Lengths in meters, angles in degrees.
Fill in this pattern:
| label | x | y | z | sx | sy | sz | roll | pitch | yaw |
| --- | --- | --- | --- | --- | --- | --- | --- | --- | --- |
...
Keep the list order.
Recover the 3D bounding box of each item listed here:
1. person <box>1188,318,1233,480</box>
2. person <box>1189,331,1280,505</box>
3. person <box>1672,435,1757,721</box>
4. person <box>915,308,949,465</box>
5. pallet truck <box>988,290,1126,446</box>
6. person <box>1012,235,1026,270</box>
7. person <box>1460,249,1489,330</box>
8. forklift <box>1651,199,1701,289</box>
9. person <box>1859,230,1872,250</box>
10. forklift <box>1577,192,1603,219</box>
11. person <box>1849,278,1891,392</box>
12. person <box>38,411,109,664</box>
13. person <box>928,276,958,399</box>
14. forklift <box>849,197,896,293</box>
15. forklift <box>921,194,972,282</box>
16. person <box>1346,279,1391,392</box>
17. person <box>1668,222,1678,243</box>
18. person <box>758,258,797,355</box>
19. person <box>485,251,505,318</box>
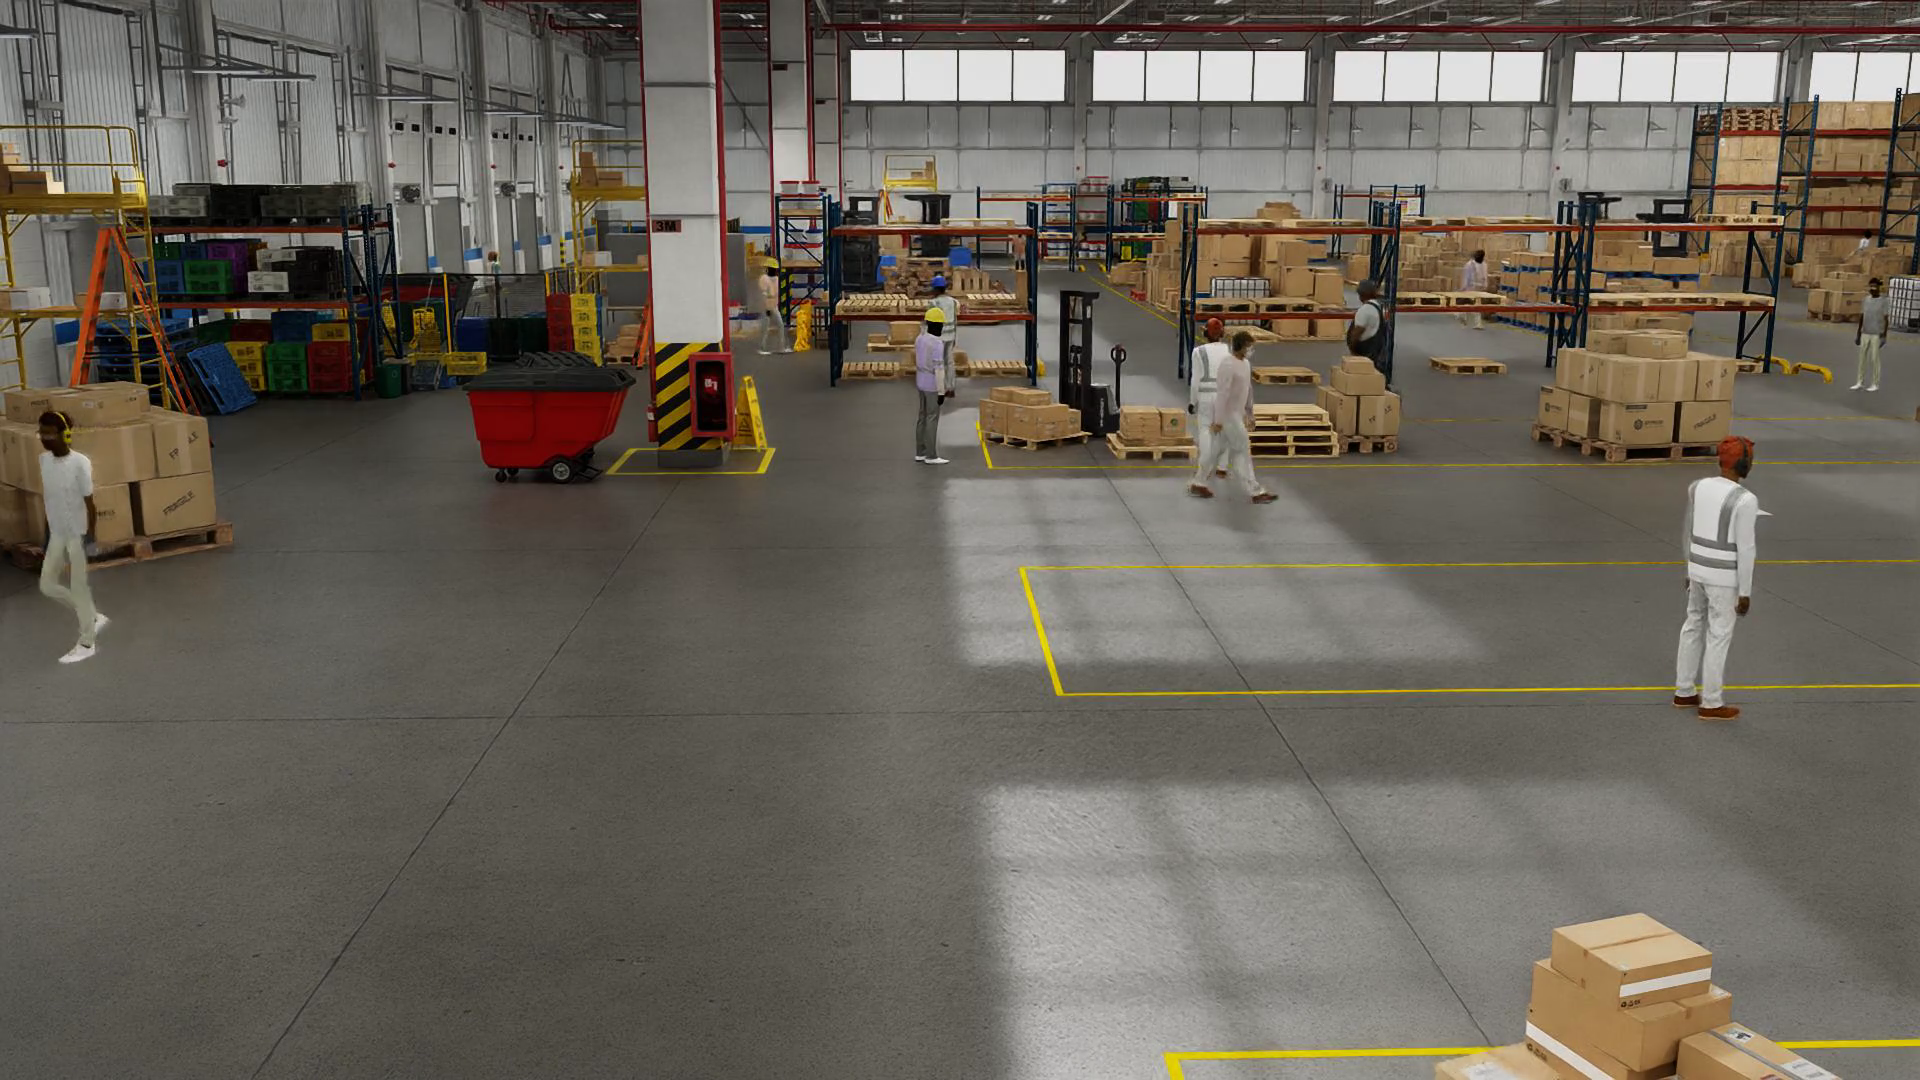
| label | x | y | z | sx | sy | sz | roll | pitch | yaw |
| --- | --- | --- | --- | --- | --- | --- | --- | --- | --- |
| person | 2.941 | -1.639 | 19.392 | 0.574 | 1.883 | 0.355 | -4 | 13 | -16 |
| person | 2.973 | -1.337 | 18.056 | 1.068 | 1.876 | 0.633 | 6 | 14 | 27 |
| person | 4.957 | 0.244 | 10.889 | 0.337 | 1.881 | 0.581 | -4 | 13 | -16 |
| person | -0.338 | -1.887 | 20.434 | 0.390 | 1.922 | 0.585 | -7 | 14 | -29 |
| pallet truck | 1.257 | -2.299 | 22.111 | 1.885 | 1.965 | 0.823 | -9 | 15 | -35 |
| person | 2.027 | -9.761 | 56.574 | 0.541 | 1.645 | 0.890 | 0 | 12 | 2 |
| person | 11.743 | -5.704 | 37.862 | 0.647 | 1.828 | 0.529 | -6 | 14 | -25 |
| forklift | 19.217 | -7.831 | 45.080 | 1.129 | 2.768 | 1.873 | 0 | 12 | -2 |
| person | 29.705 | -9.301 | 54.460 | 0.755 | 1.665 | 0.548 | 2 | 13 | 9 |
| forklift | 23.271 | -11.511 | 61.693 | 1.129 | 2.768 | 1.873 | -5 | 13 | -21 |
| person | 14.929 | -3.362 | 27.236 | 0.324 | 1.858 | 0.531 | -7 | 14 | -28 |
| person | -6.521 | -0.022 | 12.159 | 0.543 | 1.851 | 0.412 | 5 | 14 | 22 |
| person | -0.293 | -3.192 | 26.261 | 0.408 | 1.942 | 0.615 | 11 | 17 | 41 |
| forklift | -2.825 | -8.797 | 49.440 | 1.129 | 2.768 | 1.873 | 8 | 15 | 32 |
| forklift | -0.640 | -9.882 | 54.339 | 1.873 | 2.768 | 1.129 | -7 | 14 | -28 |
| person | 6.139 | -2.921 | 24.822 | 0.980 | 2.000 | 0.691 | 8 | 15 | 31 |
| person | 26.633 | -11.136 | 62.147 | 0.373 | 1.934 | 0.551 | 4 | 13 | 19 |
| person | -3.614 | -4.534 | 32.459 | 0.921 | 1.883 | 0.612 | 8 | 15 | 33 |
| person | -11.460 | -6.268 | 40.868 | 0.529 | 1.629 | 0.321 | 11 | 17 | 41 |
